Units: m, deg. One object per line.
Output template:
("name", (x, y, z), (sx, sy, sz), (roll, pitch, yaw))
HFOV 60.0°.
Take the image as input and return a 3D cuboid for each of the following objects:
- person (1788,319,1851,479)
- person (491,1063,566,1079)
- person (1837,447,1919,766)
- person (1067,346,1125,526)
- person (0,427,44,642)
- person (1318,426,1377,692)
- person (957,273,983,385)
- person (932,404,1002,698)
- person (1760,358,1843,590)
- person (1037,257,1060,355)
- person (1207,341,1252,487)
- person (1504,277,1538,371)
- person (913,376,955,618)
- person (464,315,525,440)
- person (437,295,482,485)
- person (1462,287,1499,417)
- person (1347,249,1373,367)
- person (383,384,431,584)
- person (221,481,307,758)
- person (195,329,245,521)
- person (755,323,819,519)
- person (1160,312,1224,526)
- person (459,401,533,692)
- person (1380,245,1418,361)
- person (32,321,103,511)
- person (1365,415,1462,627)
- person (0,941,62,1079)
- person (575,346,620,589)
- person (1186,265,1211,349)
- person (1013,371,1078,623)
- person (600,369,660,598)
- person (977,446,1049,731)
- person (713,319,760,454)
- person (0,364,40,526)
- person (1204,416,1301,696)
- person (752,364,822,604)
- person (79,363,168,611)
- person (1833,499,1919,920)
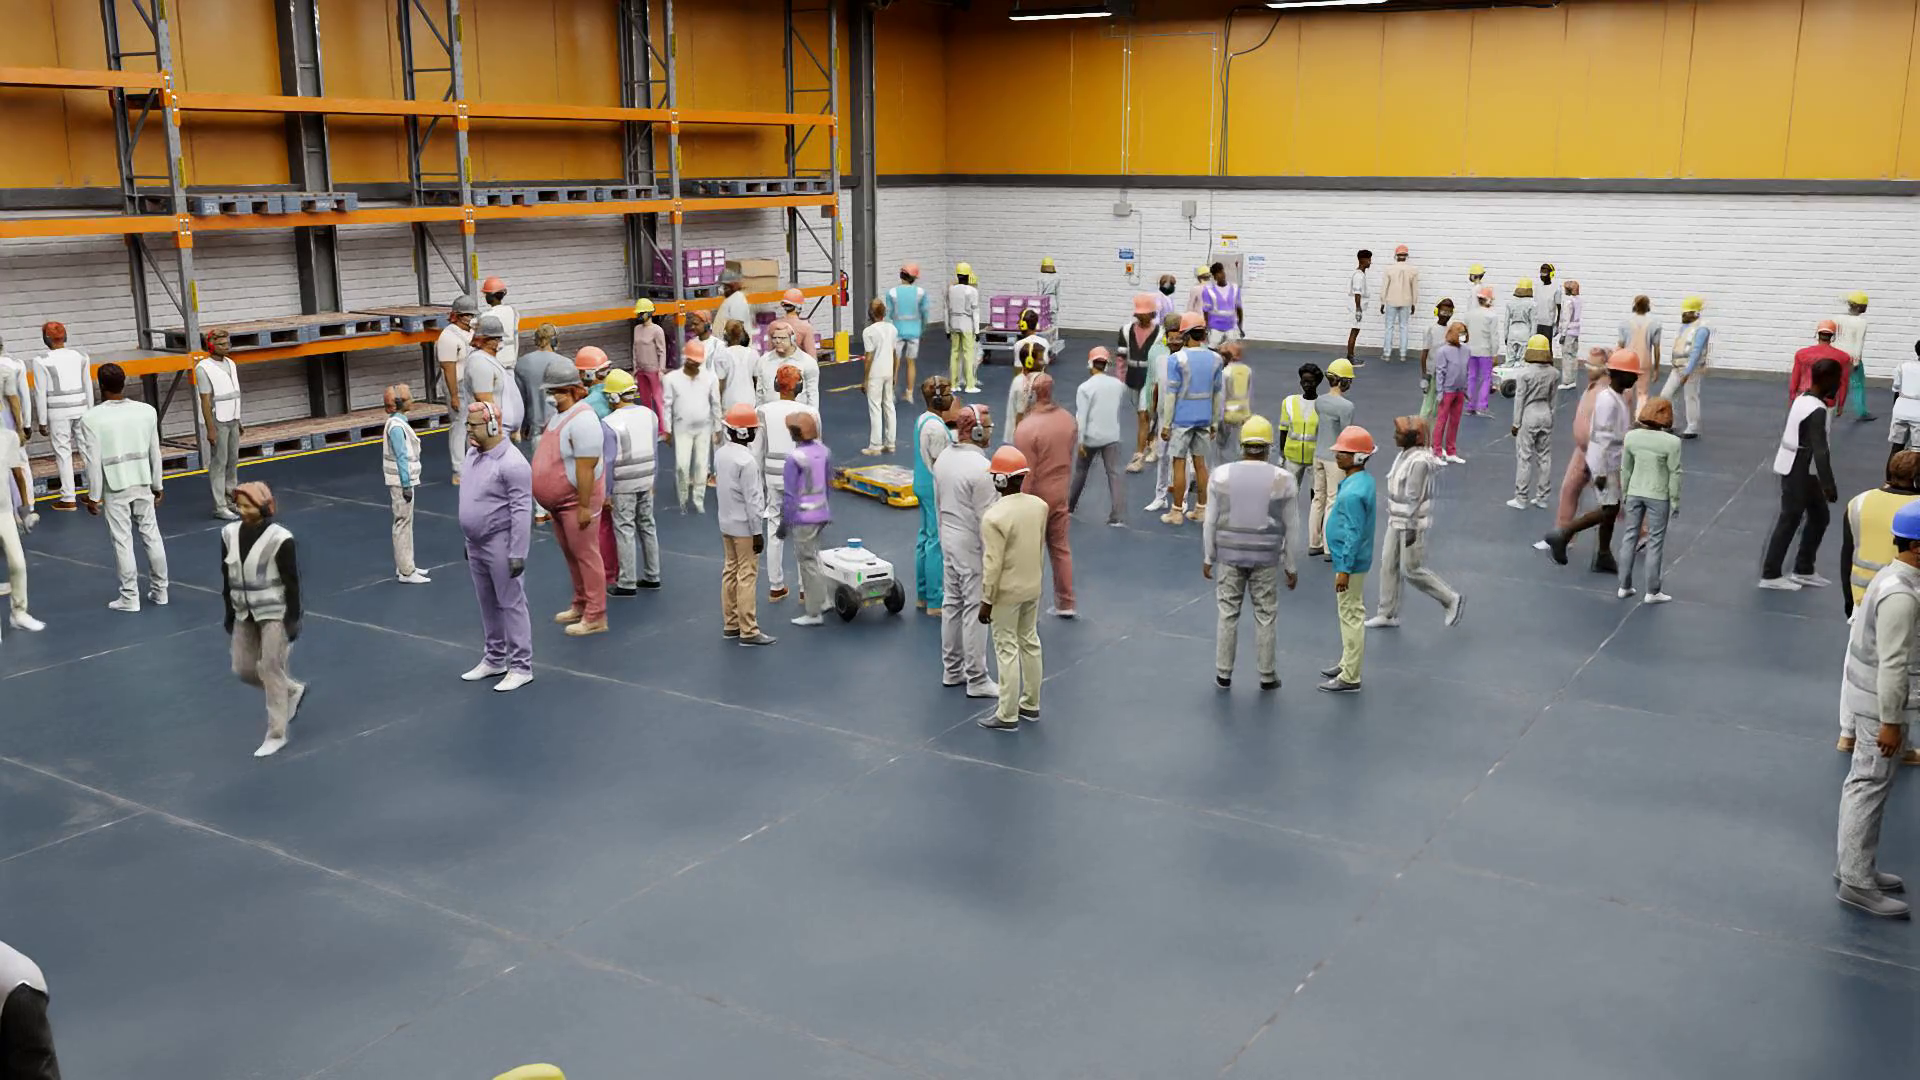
("person", (9.344, -1.534, 18.128), (0.576, 1.736, 0.355), (5, 14, 22))
("person", (-0.852, 1.869, 3.327), (0.339, 1.761, 0.524), (-5, 14, -21))
("person", (5.393, 0.376, 9.613), (0.430, 1.845, 0.624), (-6, 14, -24))
("person", (1.296, -1.002, 15.916), (0.565, 1.681, 0.946), (-7, 15, -29))
("person", (-7.000, -0.176, 11.990), (0.541, 1.854, 0.393), (-10, 16, -37))
("person", (2.548, 0.119, 10.909), (0.318, 1.755, 0.567), (4, 14, 16))
("person", (0.140, -3.216, 25.440), (0.548, 1.723, 0.501), (-7, 15, -27))
("person", (0.090, 0.067, 10.809), (0.402, 1.911, 0.638), (-7, 15, -28))
("person", (6.851, -0.509, 13.327), (0.689, 1.891, 0.594), (5, 14, 22))
("person", (1.537, -4.101, 29.272), (0.480, 1.733, 0.337), (-9, 16, -34))
("person", (2.890, -1.274, 17.324), (0.527, 1.605, 0.844), (-9, 16, -35))
("person", (8.172, -2.947, 24.239), (0.494, 1.743, 0.304), (12, 17, 41))
("person", (-0.181, -0.331, 12.669), (0.345, 1.847, 0.504), (-4, 14, -17))
("person", (-4.327, -1.082, 15.500), (0.536, 2.000, 0.688), (-4, 14, -17))
("person", (-5.251, -1.614, 17.806), (0.535, 2.000, 0.679), (2, 13, 10))
("person", (7.054, -2.542, 22.532), (0.451, 1.730, 0.637), (-9, 16, -34))
("person", (6.678, -3.886, 27.855), (0.385, 1.957, 0.603), (3, 13, 13))
("person", (-4.576, -0.463, 13.681), (0.307, 1.645, 0.517), (-5, 14, -20))
("person", (-4.079, 0.437, 9.812), (0.532, 1.622, 0.495), (5, 14, 20))
("person", (-7.148, -1.122, 16.099), (0.375, 1.843, 0.575), (1, 13, 4))
("person", (-1.683, -1.139, 16.043), (0.644, 1.908, 0.408), (4, 13, 15))
("person", (2.188, -1.143, 15.806), (0.615, 2.028, 0.409), (-6, 14, -26))
("person", (-3.079, 0.036, 10.942), (0.651, 1.907, 0.409), (11, 17, 40))
("person", (7.537, -4.071, 28.599), (0.624, 1.983, 0.413), (0, 13, 0))
("person", (-8.873, -1.231, 16.520), (0.356, 1.876, 0.574), (7, 15, 29))
("person", (3.351, -0.117, 12.235), (0.631, 1.618, 0.522), (-1, 13, -5))
("person", (-2.471, 1.595, 4.156), (0.591, 1.918, 0.383), (4, 14, 18))
("person", (-2.889, -0.562, 13.358), (0.406, 1.988, 0.614), (3, 13, 14))
("person", (3.956, -3.579, 26.990), (0.529, 1.739, 0.770), (-7, 15, -29))
("person", (0.599, -0.312, 12.494), (0.408, 1.914, 0.648), (11, 17, 40))
("person", (-2.638, -0.449, 13.227), (0.404, 1.827, 0.596), (8, 15, 32))
("person", (0.301, 0.293, 10.159), (0.333, 1.753, 0.562), (11, 17, 39))
("person", (-2.287, -1.341, 17.052), (0.521, 1.843, 0.331), (-8, 15, -30))
("person", (-9.136, -1.047, 15.777), (0.505, 1.846, 0.347), (1, 13, 3))
("person", (1.904, 0.105, 10.835), (0.633, 1.819, 0.417), (3, 13, 15))
("person", (-1.333, -0.435, 13.036), (0.584, 1.882, 0.337), (4, 14, 16))
("person", (-6.427, -0.405, 12.831), (0.373, 1.917, 0.594), (9, 16, 33))
("person", (4.327, 0.758, 7.720), (0.404, 1.948, 0.605), (7, 15, 28))
